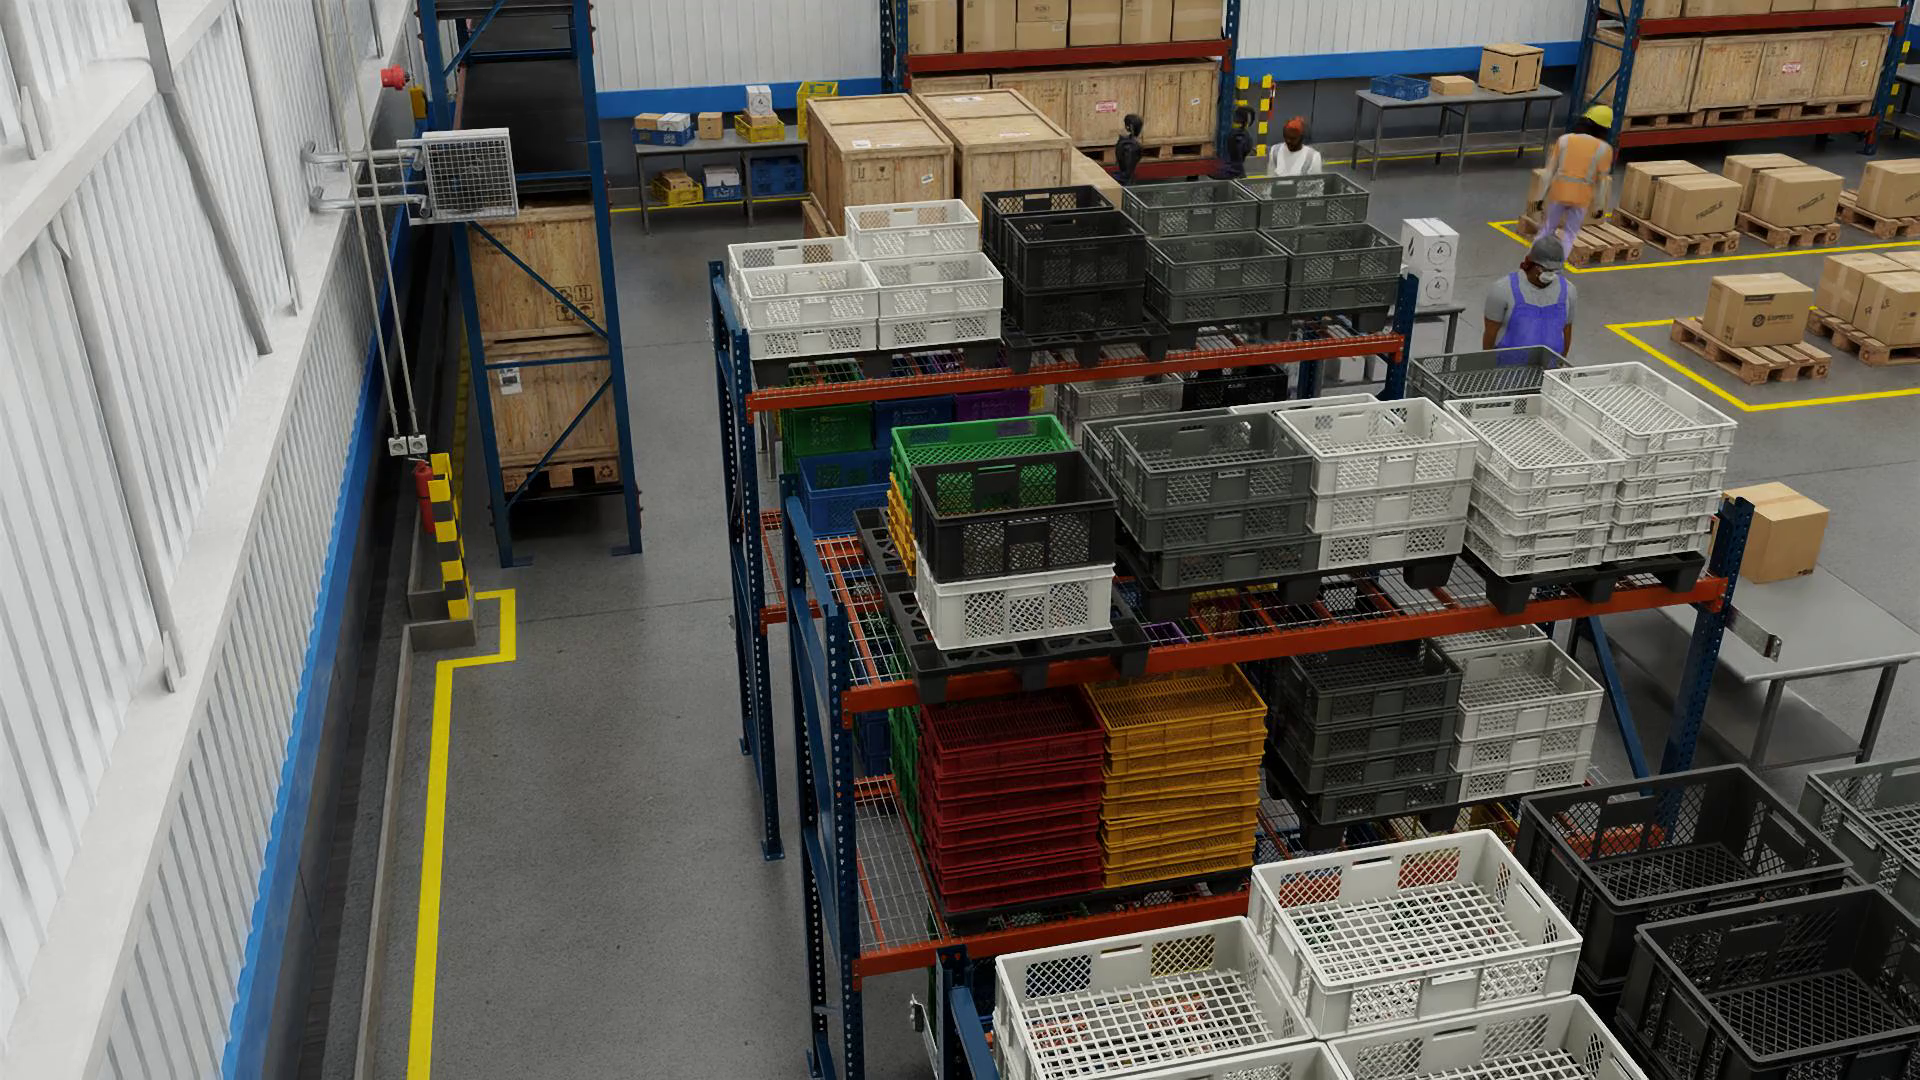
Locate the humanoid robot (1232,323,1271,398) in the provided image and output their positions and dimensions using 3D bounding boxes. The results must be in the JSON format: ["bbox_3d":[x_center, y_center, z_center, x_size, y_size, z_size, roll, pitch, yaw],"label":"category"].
[{"bbox_3d":[2.101,-0.963,12.401,0.739,1.630,0.607,14,31,24],"label":"humanoid robot"}]

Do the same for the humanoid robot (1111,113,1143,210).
[{"bbox_3d":[1.706,-3.657,17.477,0.414,1.643,0.676,6,28,11],"label":"humanoid robot"}]

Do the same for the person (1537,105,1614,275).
[{"bbox_3d":[6.249,-3.486,16.932,0.639,1.875,0.465,17,32,29],"label":"person"}]

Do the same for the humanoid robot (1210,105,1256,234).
[{"bbox_3d":[2.953,-3.842,17.851,0.743,1.630,0.621,8,29,14],"label":"humanoid robot"}]

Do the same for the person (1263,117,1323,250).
[{"bbox_3d":[3.303,-3.308,16.617,0.579,1.865,0.418,22,35,36],"label":"person"}]

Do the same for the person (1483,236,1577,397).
[{"bbox_3d":[4.329,-1.355,12.719,0.681,2.000,0.535,0,28,1],"label":"person"}]
